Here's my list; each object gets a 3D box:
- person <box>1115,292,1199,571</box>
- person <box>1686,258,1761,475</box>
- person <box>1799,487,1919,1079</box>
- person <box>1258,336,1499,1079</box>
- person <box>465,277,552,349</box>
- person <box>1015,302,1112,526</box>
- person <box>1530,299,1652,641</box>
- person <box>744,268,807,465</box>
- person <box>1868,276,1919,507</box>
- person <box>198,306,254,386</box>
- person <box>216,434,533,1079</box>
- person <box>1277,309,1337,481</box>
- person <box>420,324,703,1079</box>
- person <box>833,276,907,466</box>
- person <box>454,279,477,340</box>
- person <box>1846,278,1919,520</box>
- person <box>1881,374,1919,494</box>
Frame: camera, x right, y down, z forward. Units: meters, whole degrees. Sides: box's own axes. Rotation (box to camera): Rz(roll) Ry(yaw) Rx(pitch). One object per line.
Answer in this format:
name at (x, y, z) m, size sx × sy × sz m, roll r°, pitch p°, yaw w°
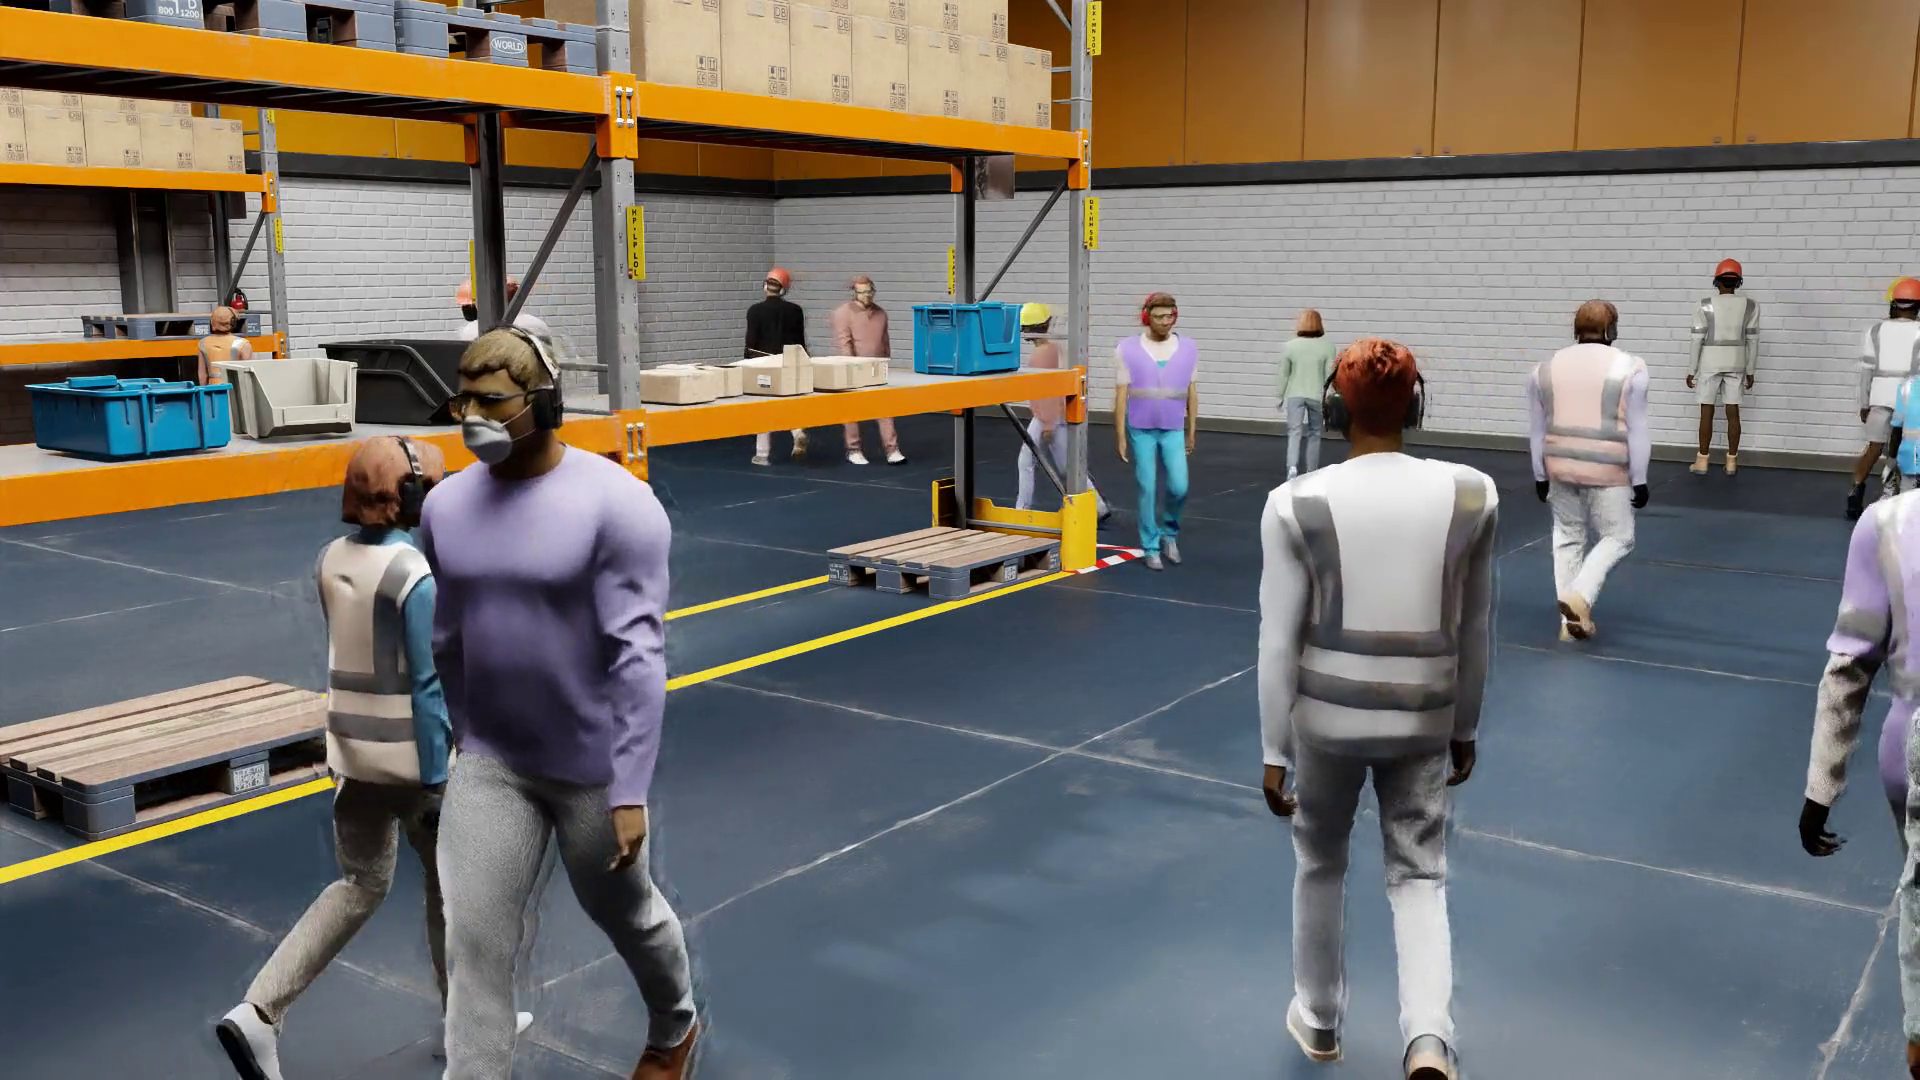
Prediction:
person at (1.281, -0.702, 10.863) m, size 0.571 × 1.822 × 0.445 m, roll -1°, pitch 10°, yaw -6°
person at (7.216, -1.635, 15.770) m, size 0.615 × 2.042 × 0.372 m, roll 1°, pitch 10°, yaw 9°
person at (2.070, 0.515, 3.444) m, size 1.002 × 1.873 × 0.612 m, roll -7°, pitch 12°, yaw -37°
person at (0.981, 0.453, 3.907) m, size 0.566 × 1.854 × 0.825 m, roll 0°, pitch 10°, yaw 3°
person at (-3.338, -0.990, 12.339) m, size 0.652 × 1.904 × 0.402 m, roll -5°, pitch 11°, yaw -26°
person at (0.713, -0.914, 12.418) m, size 0.866 × 1.723 × 0.527 m, roll 3°, pitch 10°, yaw 17°
person at (3.274, -0.343, 8.709) m, size 0.523 × 1.828 × 0.647 m, roll -9°, pitch 13°, yaw -43°
person at (-1.783, -1.694, 16.372) m, size 0.643 × 1.960 × 0.701 m, roll -6°, pitch 11°, yaw -33°
person at (7.723, -1.195, 13.559) m, size 0.655 × 1.904 × 0.617 m, roll -2°, pitch 10°, yaw -12°
person at (-6.273, -1.184, 14.291) m, size 0.525 × 1.636 × 0.307 m, roll 2°, pitch 10°, yaw 9°
person at (-1.441, 0.548, 4.053) m, size 0.522 × 1.610 × 0.718 m, roll 8°, pitch 12°, yaw 39°
person at (3.072, -1.252, 14.803) m, size 0.512 × 1.604 × 0.792 m, roll 3°, pitch 10°, yaw 16°
person at (-0.882, 0.476, 3.663) m, size 0.642 × 1.901 × 1.001 m, roll 3°, pitch 10°, yaw 18°
person at (-0.873, -1.633, 16.289) m, size 0.649 × 1.863 × 0.913 m, roll -6°, pitch 11°, yaw -32°
person at (-3.644, -1.062, 12.850) m, size 0.580 × 1.893 × 0.985 m, roll 6°, pitch 11°, yaw 33°
person at (7.284, -1.092, 13.003) m, size 0.918 × 1.907 × 0.547 m, roll -9°, pitch 13°, yaw -41°
person at (5.705, -0.425, 9.682) m, size 0.816 × 1.673 × 0.531 m, roll -4°, pitch 10°, yaw -23°
